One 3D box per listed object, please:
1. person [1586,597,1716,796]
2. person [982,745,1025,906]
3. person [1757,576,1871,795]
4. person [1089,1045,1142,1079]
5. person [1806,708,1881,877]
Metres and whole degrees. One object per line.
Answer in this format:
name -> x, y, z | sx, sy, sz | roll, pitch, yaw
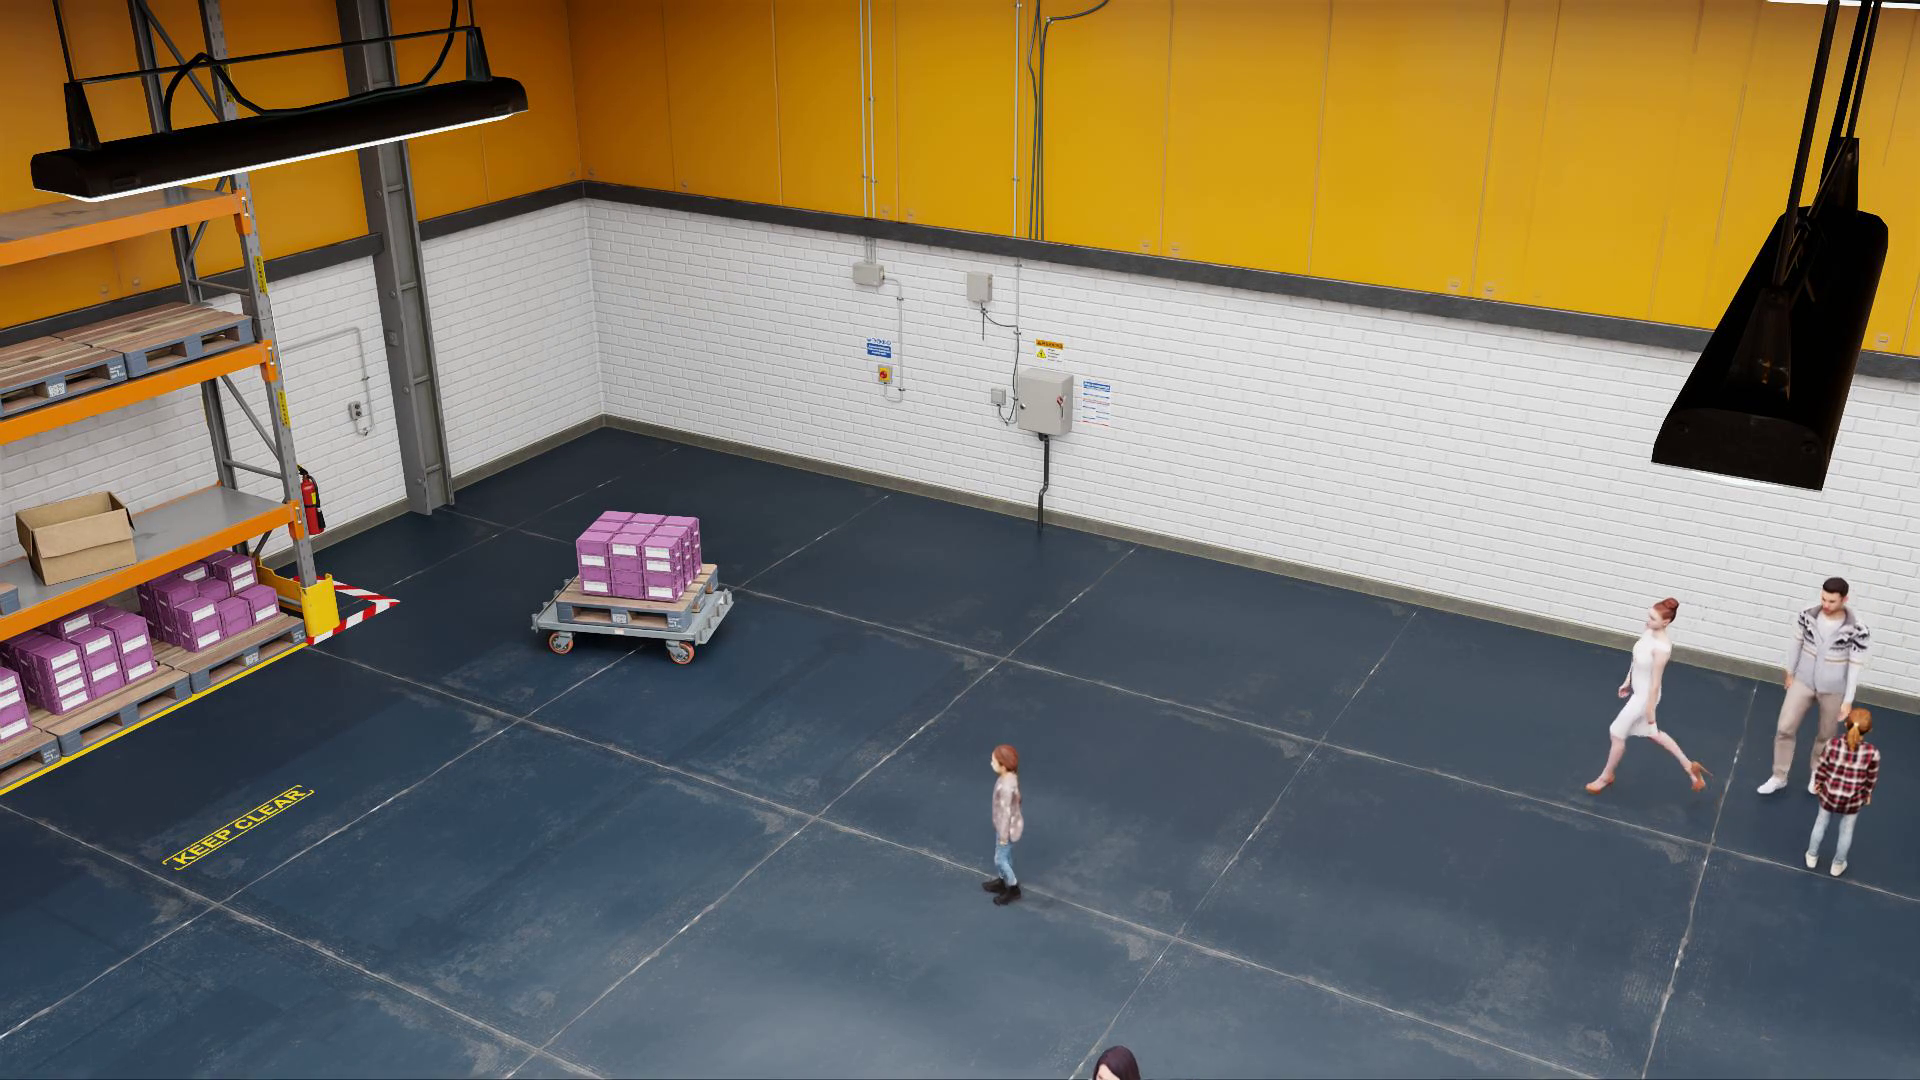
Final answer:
person -> 5.235, 1.232, 12.470 | 0.849, 1.755, 1.104 | 7, 24, 15
person -> 0.355, 1.963, 11.504 | 0.665, 1.190, 0.568 | 2, 24, 4
person -> 6.629, 1.077, 12.731 | 0.857, 1.831, 0.982 | 18, 30, 36
person -> 0.795, 3.136, 8.153 | 1.069, 1.724, 0.851 | -17, 29, -33
person -> 6.265, 1.779, 11.780 | 0.546, 1.306, 0.538 | 15, 28, 31
